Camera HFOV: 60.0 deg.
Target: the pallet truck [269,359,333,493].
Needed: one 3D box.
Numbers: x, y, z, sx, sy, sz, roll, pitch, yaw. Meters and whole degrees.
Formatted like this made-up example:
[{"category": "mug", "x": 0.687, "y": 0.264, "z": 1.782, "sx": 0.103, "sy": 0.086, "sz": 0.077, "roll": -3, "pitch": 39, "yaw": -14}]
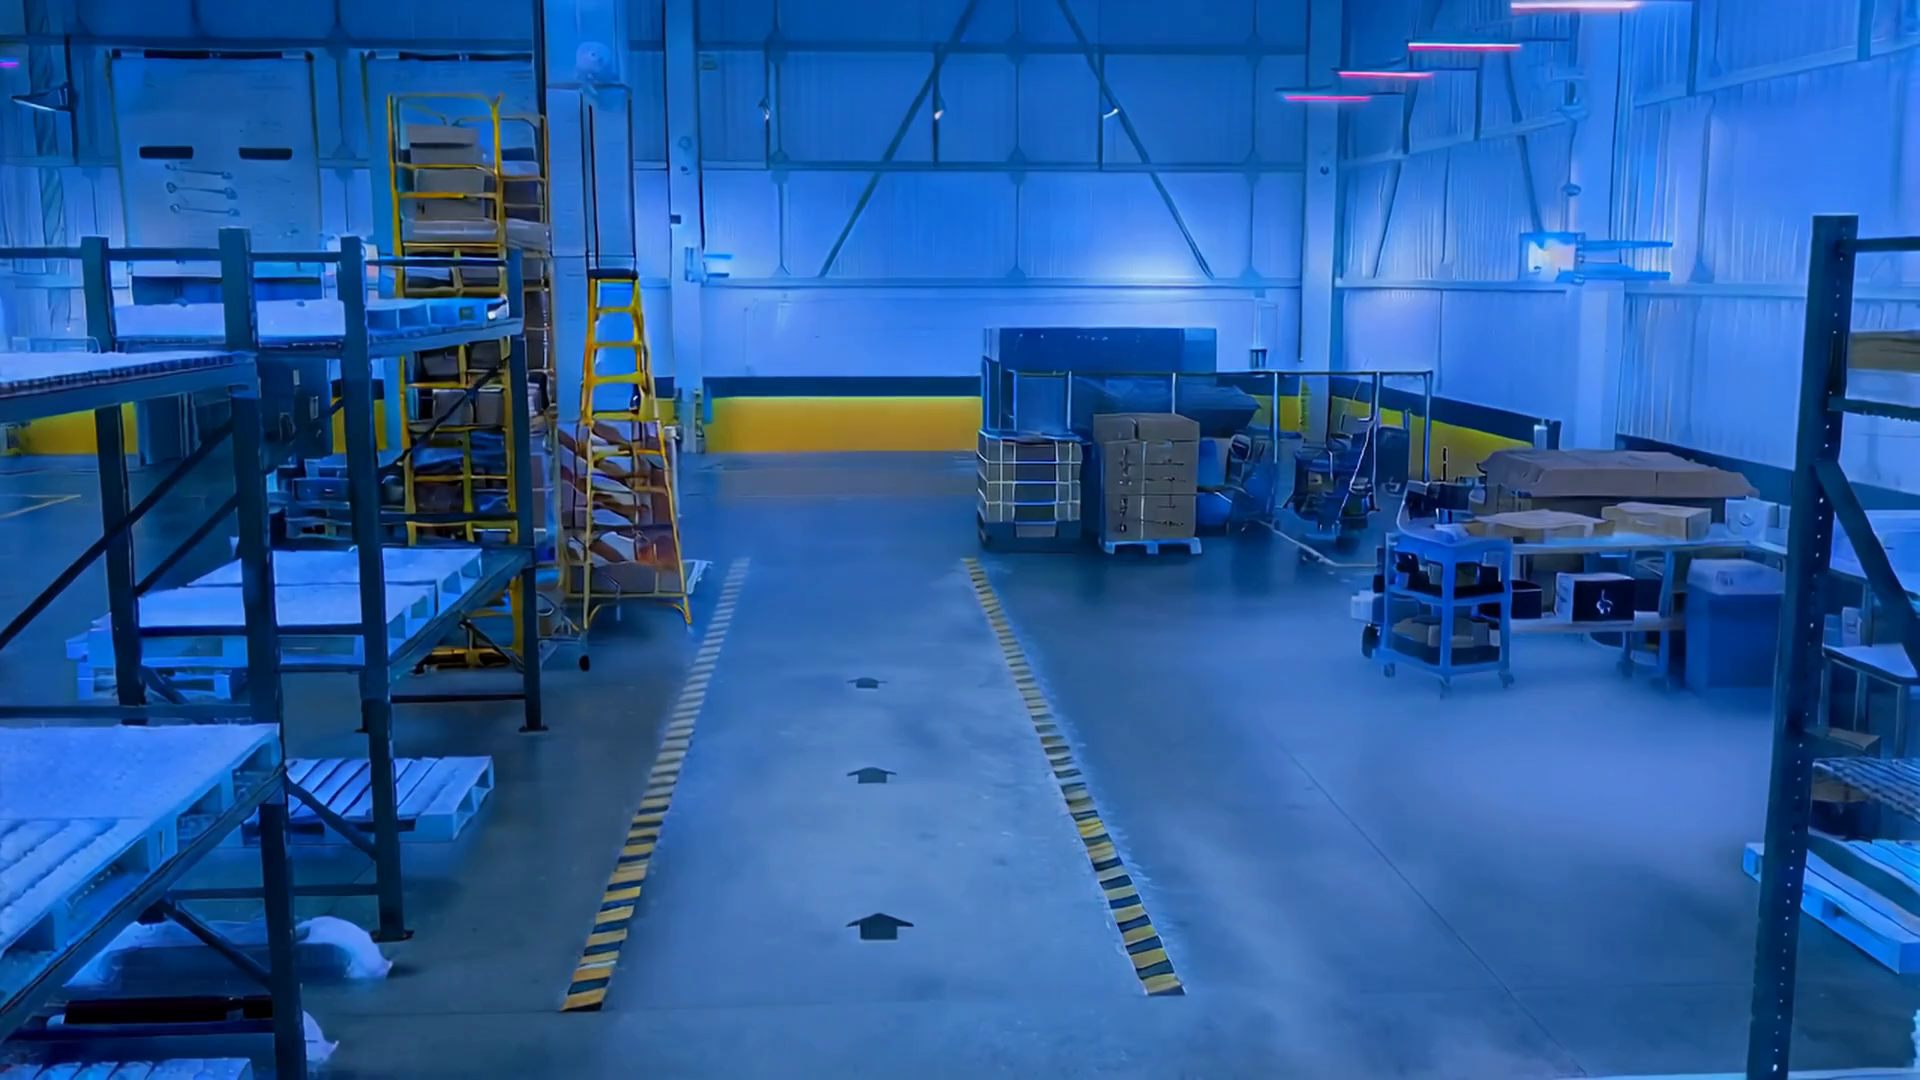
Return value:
[{"category": "pallet truck", "x": -7.062, "y": -1.131, "z": 18.996, "sx": 1.885, "sy": 1.965, "sz": 0.823, "roll": 2, "pitch": 9, "yaw": 13}]
